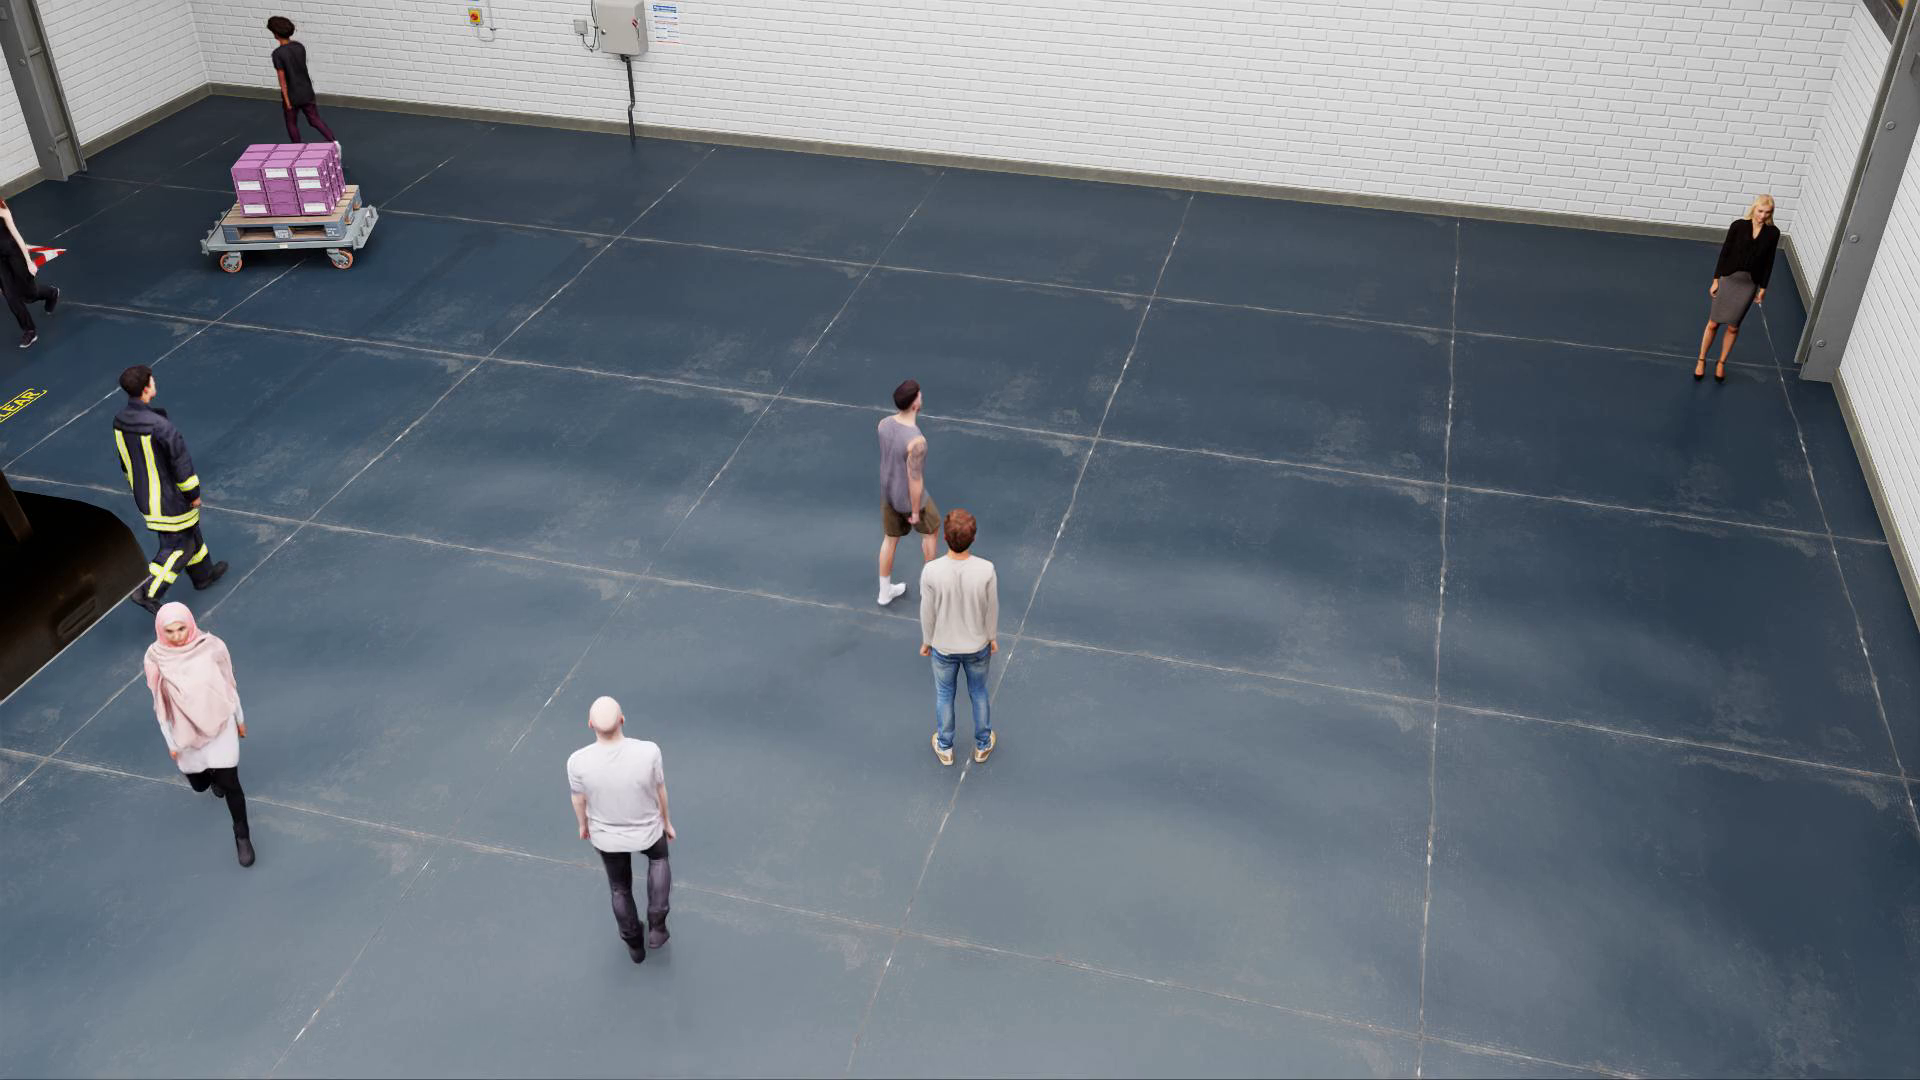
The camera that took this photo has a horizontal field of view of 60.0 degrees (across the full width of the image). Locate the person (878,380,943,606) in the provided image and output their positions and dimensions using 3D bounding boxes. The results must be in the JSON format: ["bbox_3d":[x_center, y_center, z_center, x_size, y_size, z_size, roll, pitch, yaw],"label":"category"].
[{"bbox_3d":[-0.470,-0.301,12.123,0.872,1.821,1.007,26,42,34],"label":"person"}]

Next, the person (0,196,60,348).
[{"bbox_3d":[-9.031,-2.724,15.872,0.736,1.705,1.041,1,34,2],"label":"person"}]

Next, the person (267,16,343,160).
[{"bbox_3d":[-7.797,-5.304,19.705,0.903,1.758,1.059,20,38,27],"label":"person"}]

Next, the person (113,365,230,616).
[{"bbox_3d":[-5.849,-0.320,12.079,0.955,1.900,1.200,17,37,24],"label":"person"}]

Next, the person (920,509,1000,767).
[{"bbox_3d":[0.004,0.647,10.621,0.718,1.904,0.680,-1,34,-1],"label":"person"}]

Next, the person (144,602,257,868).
[{"bbox_3d":[-4.576,1.110,10.030,0.997,1.788,1.097,-15,36,-21],"label":"person"}]

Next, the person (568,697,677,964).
[{"bbox_3d":[-1.835,1.664,9.162,0.799,1.824,0.808,-6,34,-9],"label":"person"}]

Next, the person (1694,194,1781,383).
[{"bbox_3d":[7.042,-2.283,15.087,0.628,1.839,0.566,12,35,17],"label":"person"}]
